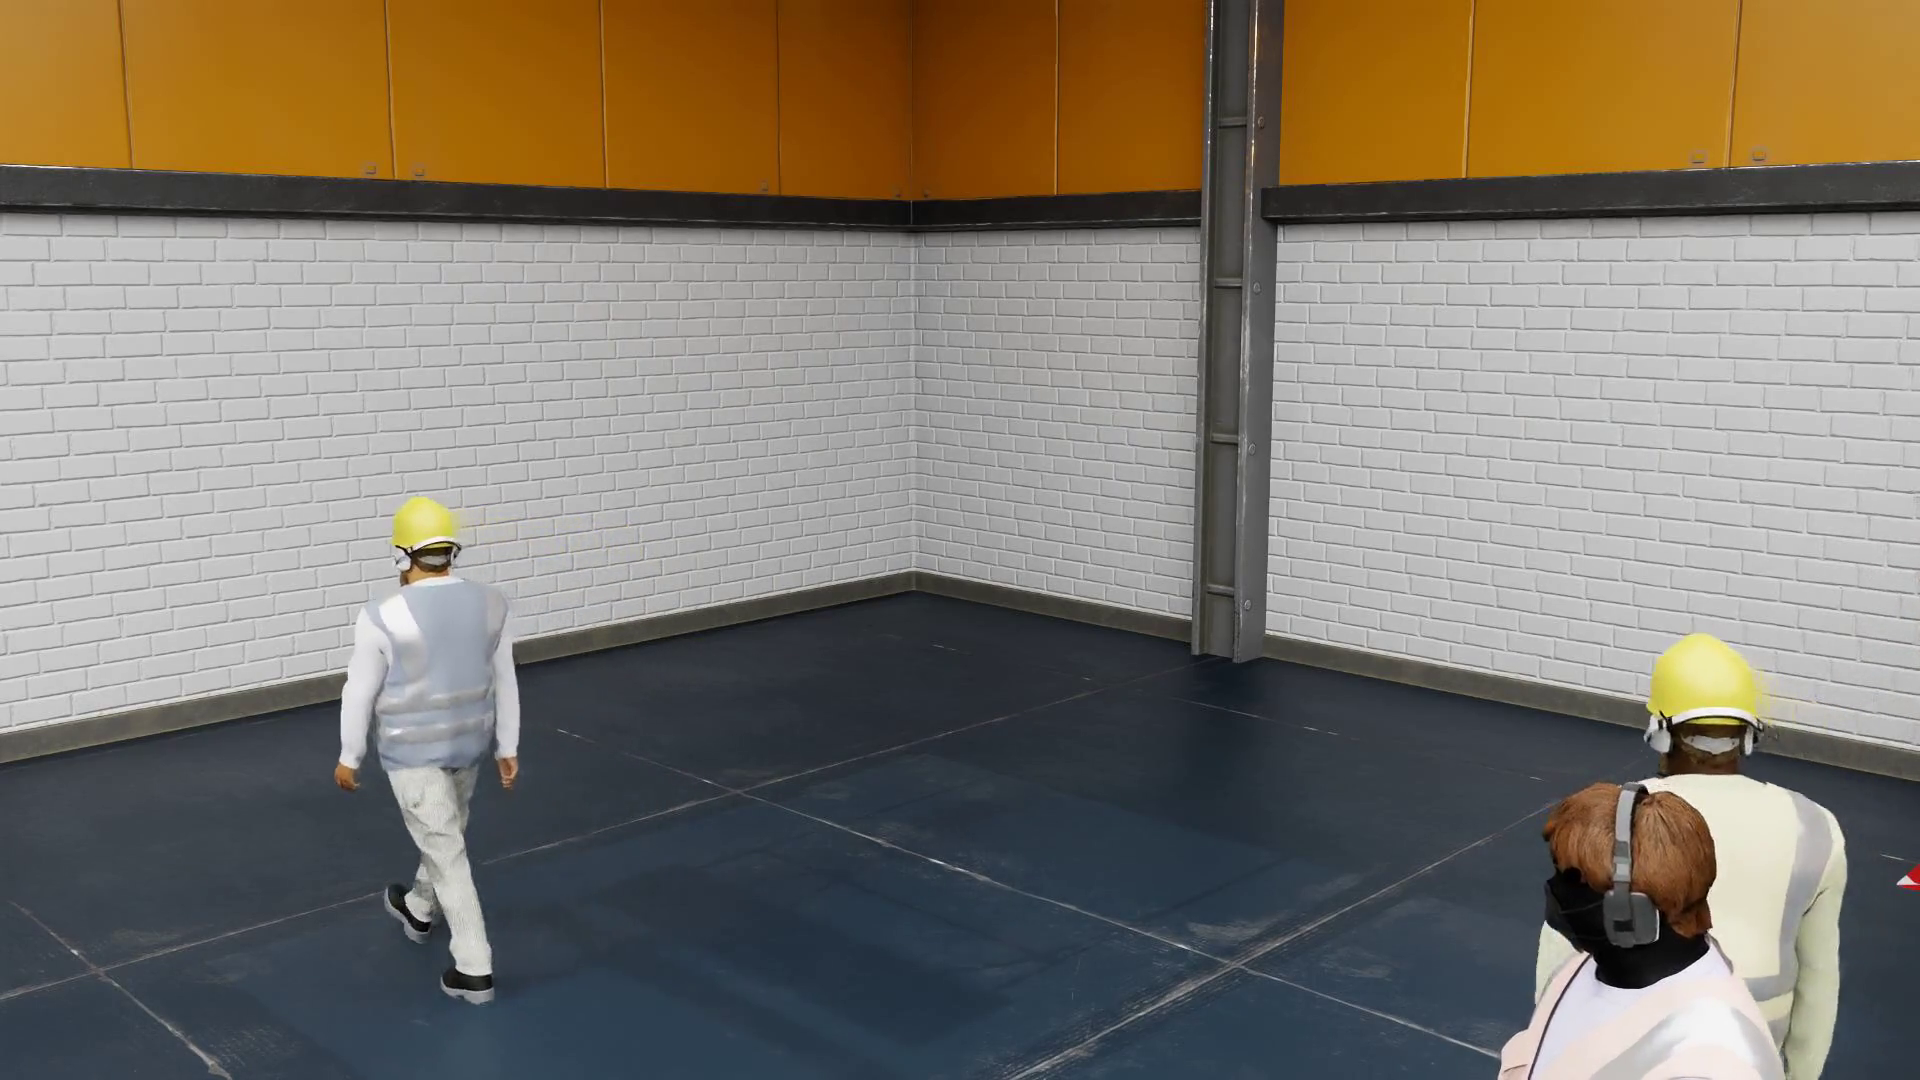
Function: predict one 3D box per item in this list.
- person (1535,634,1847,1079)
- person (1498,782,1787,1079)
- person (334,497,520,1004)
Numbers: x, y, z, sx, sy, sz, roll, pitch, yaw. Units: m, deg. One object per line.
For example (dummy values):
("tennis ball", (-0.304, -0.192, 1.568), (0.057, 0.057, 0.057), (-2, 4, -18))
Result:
("person", (1.585, 1.106, 3.719), (0.599, 1.818, 0.466), (0, 9, 0))
("person", (1.028, 1.273, 2.630), (0.430, 1.840, 0.622), (1, 9, 8))
("person", (-1.972, 0.733, 6.092), (0.935, 1.779, 0.596), (7, 12, 38))
